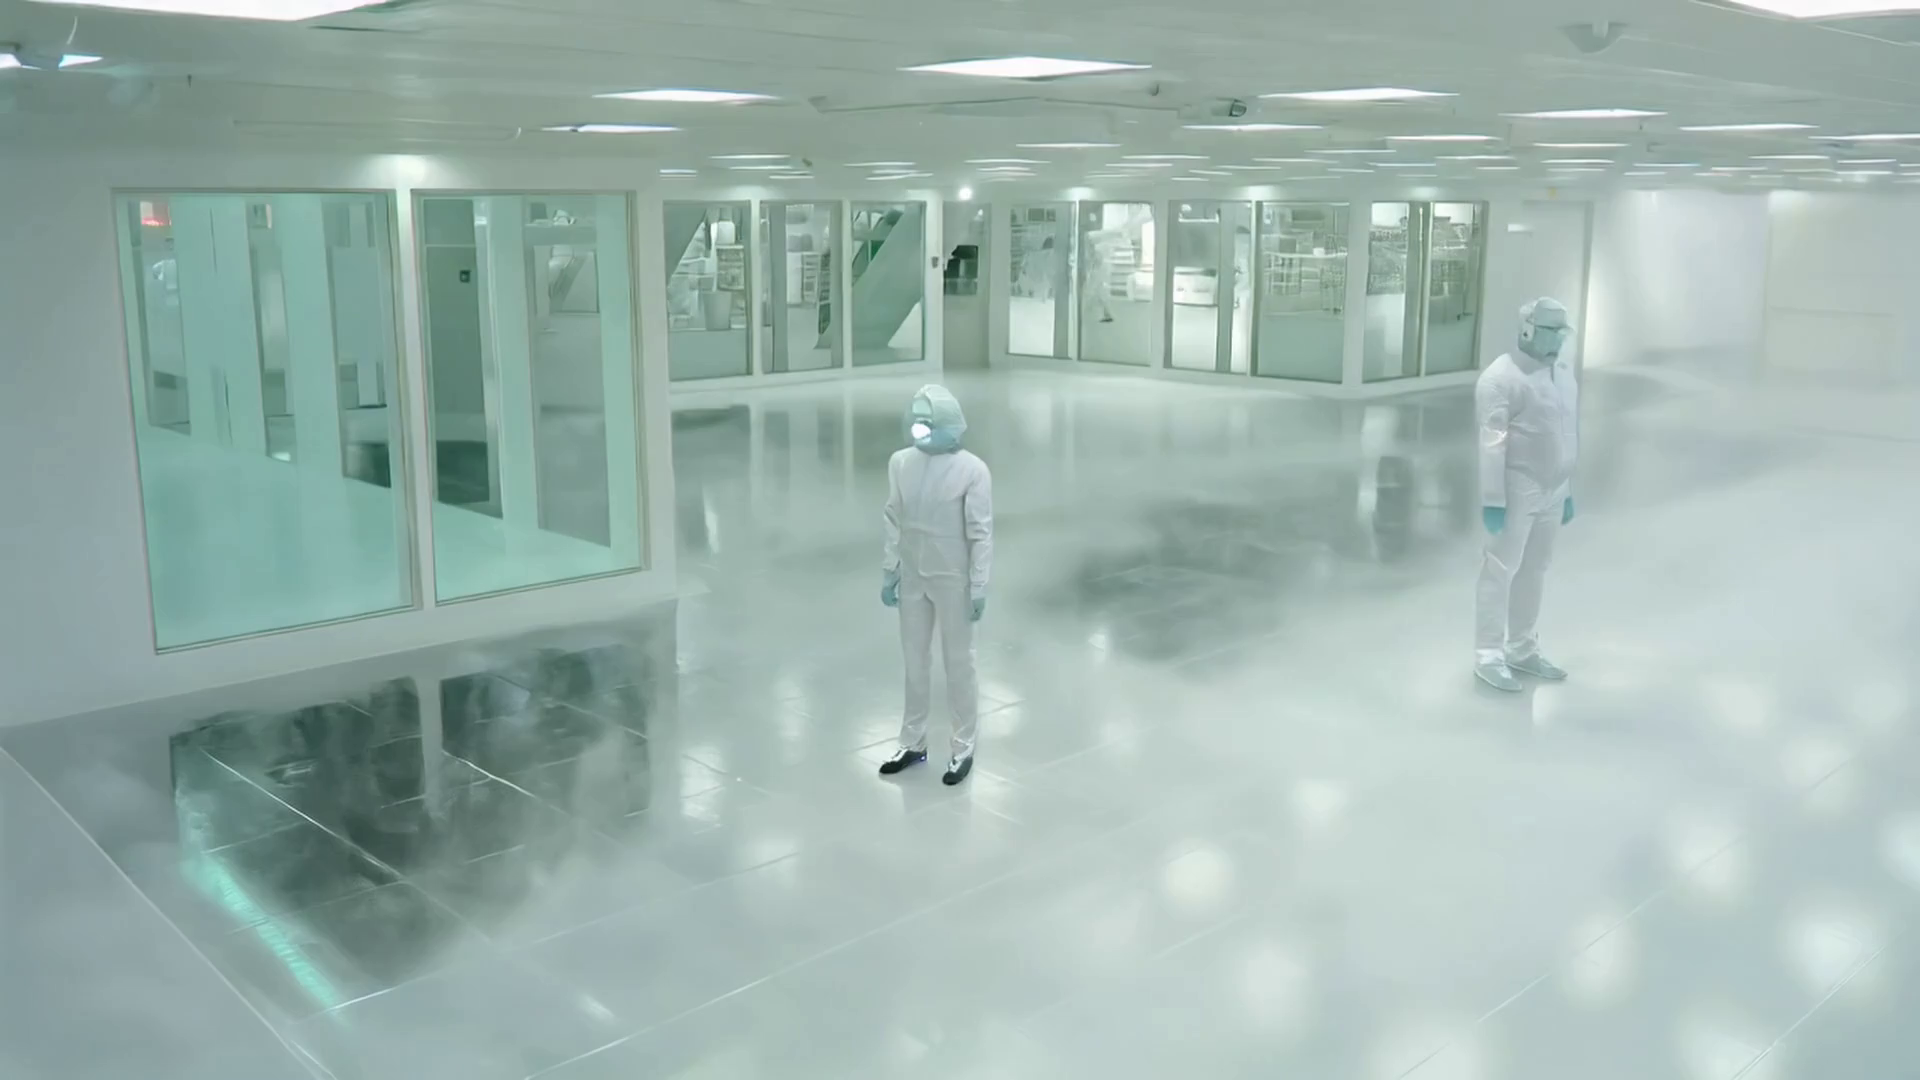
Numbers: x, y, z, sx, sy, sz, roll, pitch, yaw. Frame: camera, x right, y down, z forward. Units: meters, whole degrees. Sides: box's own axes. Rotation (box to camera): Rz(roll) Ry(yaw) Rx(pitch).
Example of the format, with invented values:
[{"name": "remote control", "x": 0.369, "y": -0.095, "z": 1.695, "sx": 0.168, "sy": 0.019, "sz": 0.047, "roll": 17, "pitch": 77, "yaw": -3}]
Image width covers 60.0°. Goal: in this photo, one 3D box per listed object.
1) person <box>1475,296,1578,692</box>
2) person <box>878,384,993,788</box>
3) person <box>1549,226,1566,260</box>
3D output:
[{"name": "person", "x": 2.783, "y": -0.229, "z": 8.118, "sx": 0.643, "sy": 1.908, "sz": 0.411, "roll": -8, "pitch": 14, "yaw": -36}, {"name": "person", "x": -0.104, "y": 0.183, "z": 6.735, "sx": 0.498, "sy": 1.634, "sz": 0.279, "roll": 7, "pitch": 13, "yaw": 31}, {"name": "person", "x": 18.415, "y": -8.764, "z": 51.154, "sx": 0.547, "sy": 1.798, "sz": 0.929, "roll": -5, "pitch": 12, "yaw": -23}]
